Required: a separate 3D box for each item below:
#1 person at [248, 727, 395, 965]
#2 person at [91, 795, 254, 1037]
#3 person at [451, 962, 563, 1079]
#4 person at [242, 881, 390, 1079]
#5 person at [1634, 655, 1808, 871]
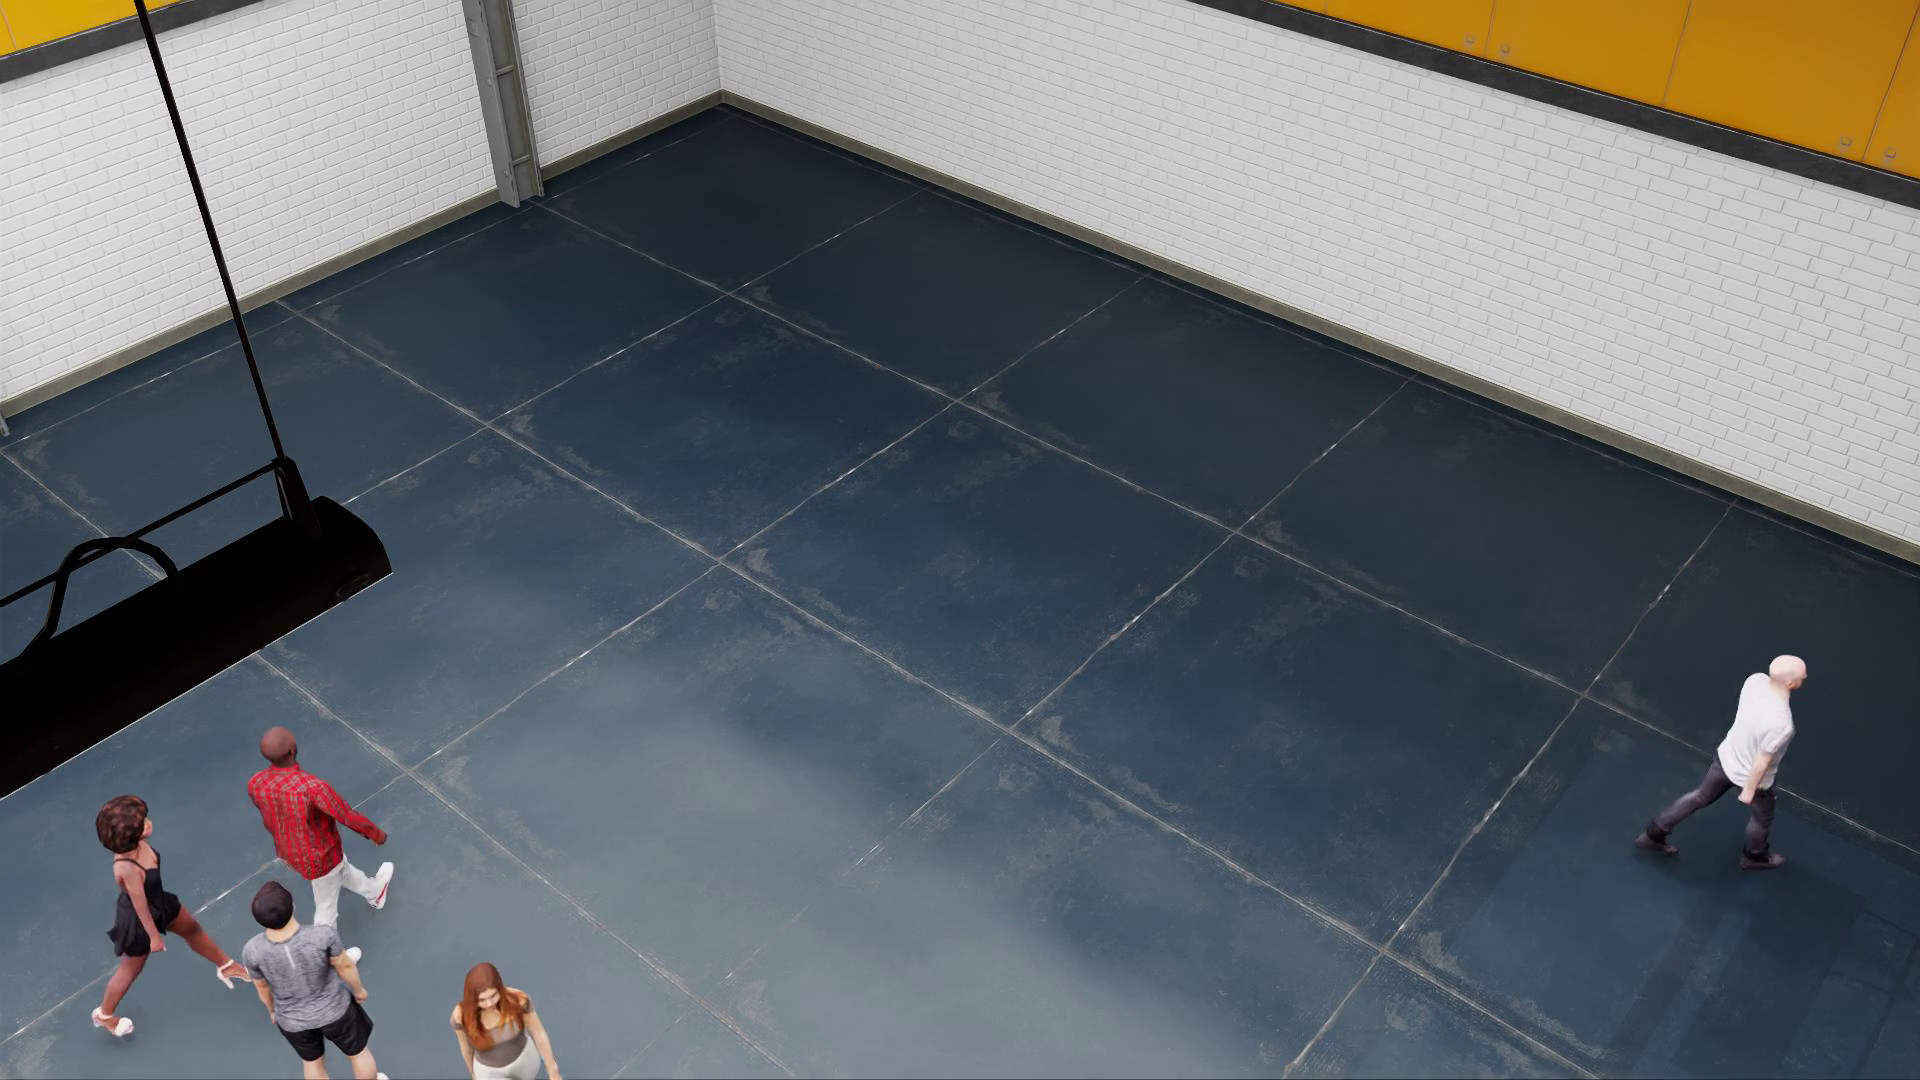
[{"bbox_3d":[-3.861,1.905,9.792,0.879,1.775,1.181,18,42,22],"label":"person"},{"bbox_3d":[-4.724,2.191,9.475,1.223,1.725,0.979,-13,40,-15],"label":"person"},{"bbox_3d":[-2.408,2.721,8.841,1.181,1.688,1.042,-15,41,-18],"label":"person"},{"bbox_3d":[-3.476,2.521,8.950,0.699,1.865,0.794,-8,39,-10],"label":"person"},{"bbox_3d":[4.805,1.414,10.394,1.229,1.792,1.218,0,39,0],"label":"person"}]
